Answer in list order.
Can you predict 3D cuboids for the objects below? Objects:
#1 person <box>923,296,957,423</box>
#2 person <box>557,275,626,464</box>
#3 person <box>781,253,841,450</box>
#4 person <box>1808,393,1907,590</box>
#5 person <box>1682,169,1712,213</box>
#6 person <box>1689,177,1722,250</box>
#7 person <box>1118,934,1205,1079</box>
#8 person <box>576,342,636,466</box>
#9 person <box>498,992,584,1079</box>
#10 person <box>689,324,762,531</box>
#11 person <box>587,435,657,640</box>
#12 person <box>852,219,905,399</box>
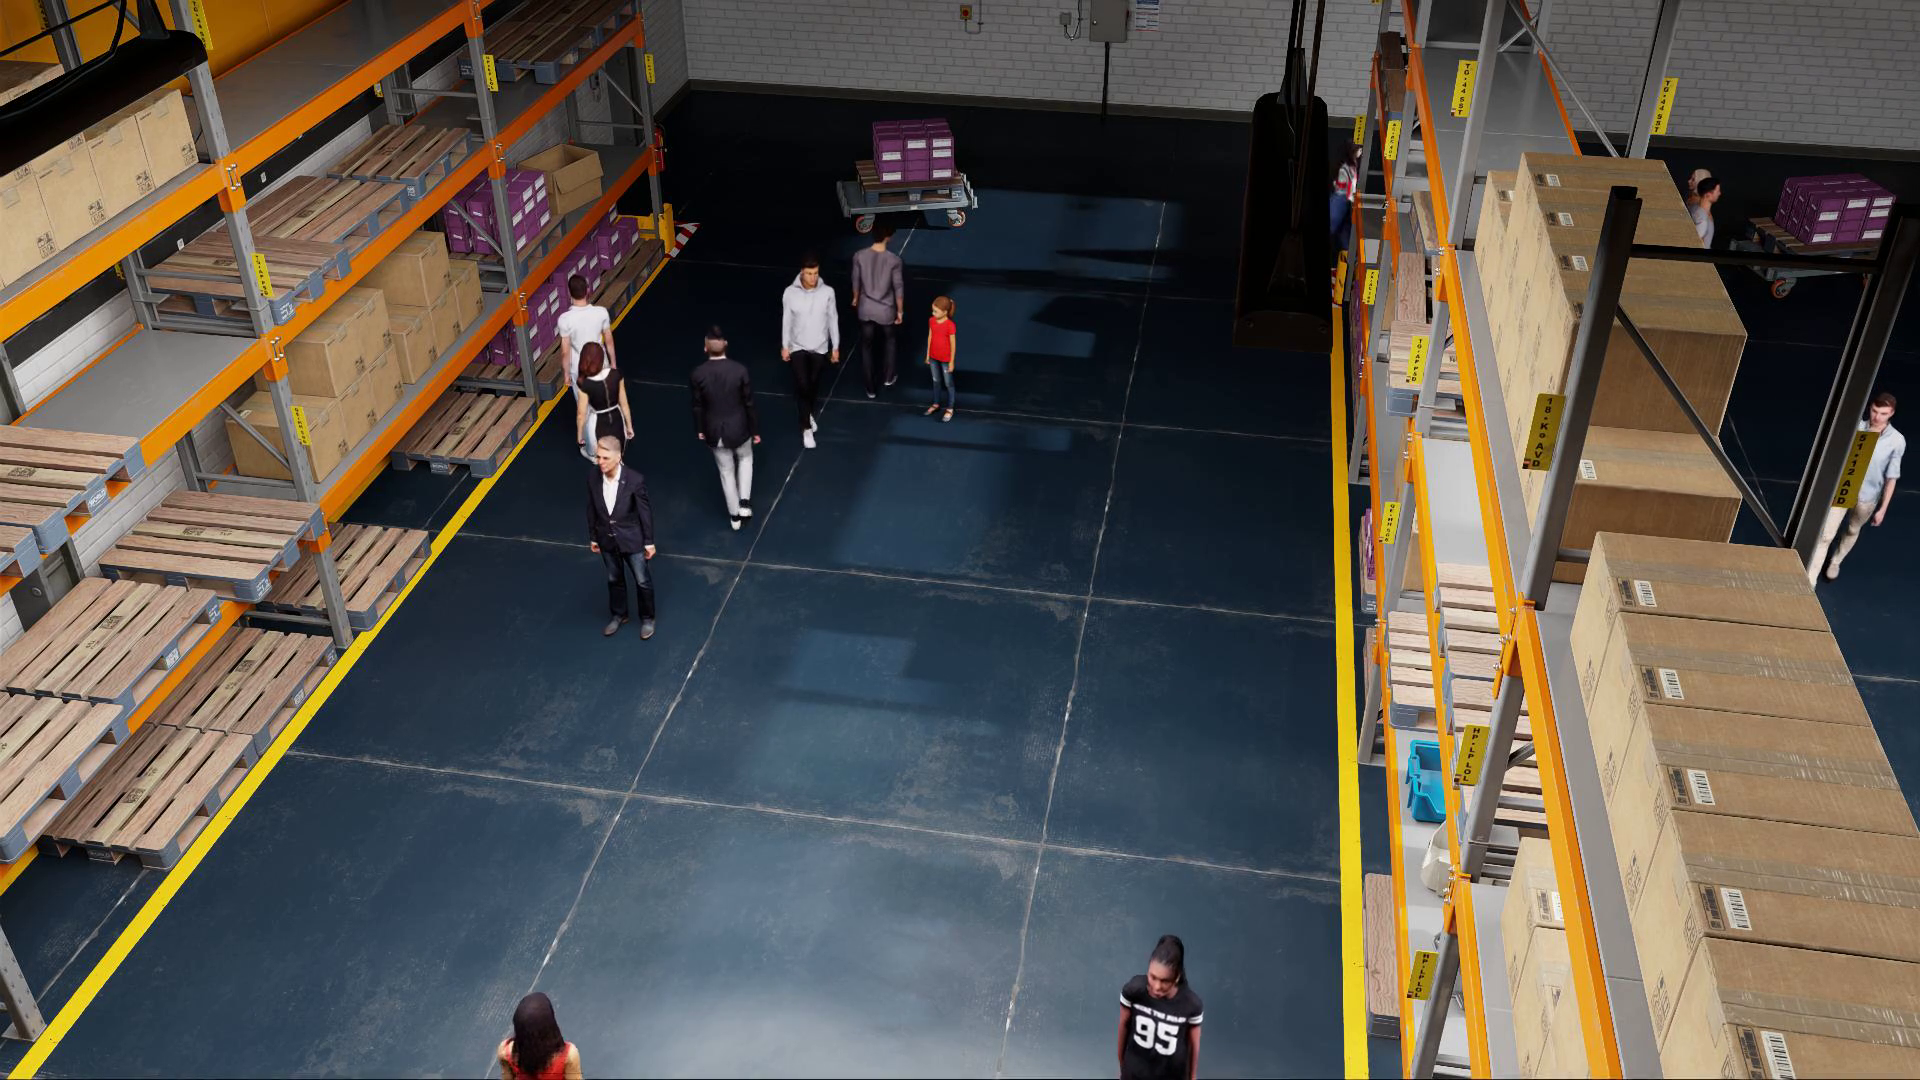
[{"bbox_3d":[-0.170,-1.799,16.264,0.566,1.309,0.601,23,40,31],"label":"person"},{"bbox_3d":[-3.431,-1.584,15.449,0.739,1.852,0.767,-17,37,-23],"label":"person"},{"bbox_3d":[-1.469,-1.895,15.880,0.958,1.895,1.073,-11,35,-17],"label":"person"},{"bbox_3d":[7.424,-0.417,13.733,0.990,1.809,1.239,21,39,28],"label":"person"},{"bbox_3d":[7.827,-3.193,17.989,0.711,1.722,0.550,-4,34,-7],"label":"person"},{"bbox_3d":[7.638,-2.922,17.462,0.770,1.854,0.546,11,35,16],"label":"person"},{"bbox_3d":[1.083,2.776,9.013,0.619,1.717,0.629,8,35,12],"label":"person"},{"bbox_3d":[-3.021,-0.872,14.439,0.879,1.786,0.935,-21,39,-29],"label":"person"},{"bbox_3d":[-2.149,3.061,8.626,0.819,1.670,1.181,-3,34,-5],"label":"person"},{"bbox_3d":[-2.018,-0.927,14.381,0.812,1.943,0.760,-2,34,-3],"label":"person"},{"bbox_3d":[-2.670,-0.041,13.163,0.695,1.814,0.575,7,34,10],"label":"person"},{"bbox_3d":[-0.830,-2.243,16.465,0.745,1.827,0.742,1,34,2],"label":"person"}]
